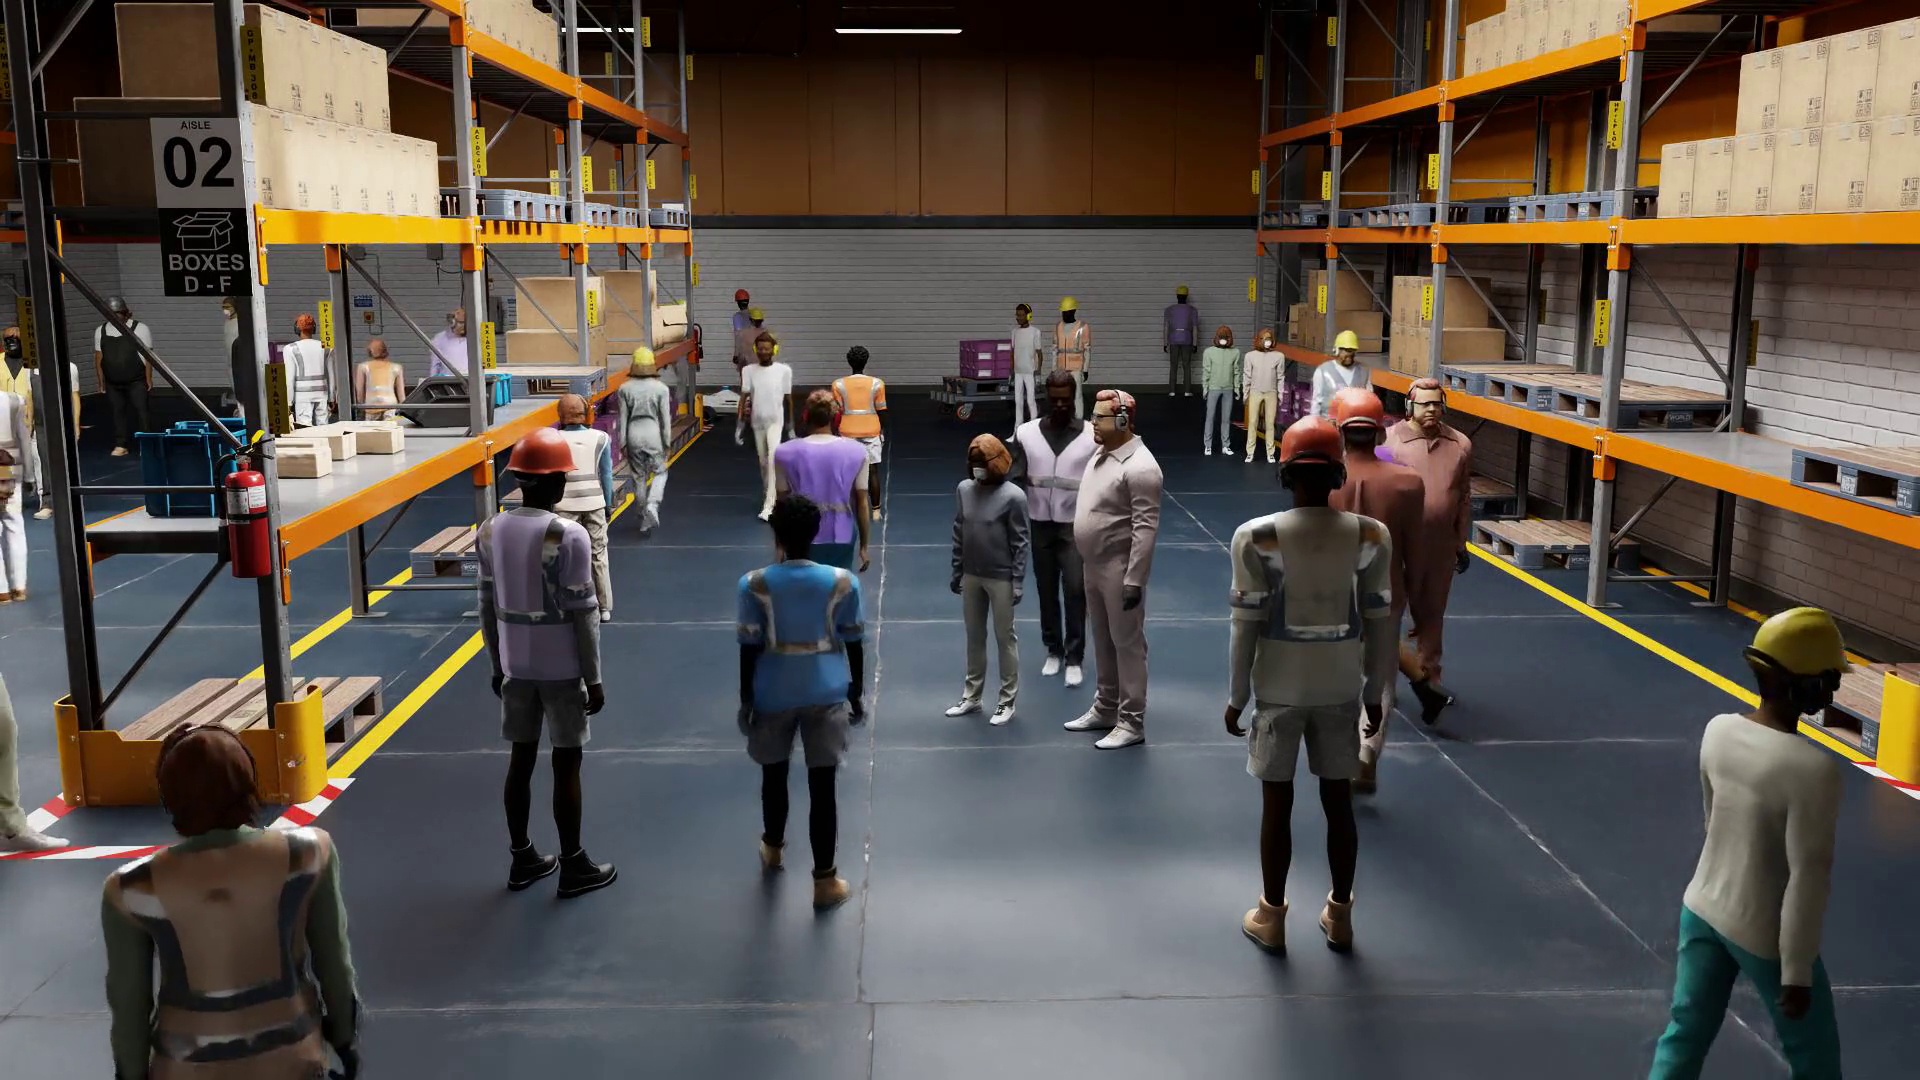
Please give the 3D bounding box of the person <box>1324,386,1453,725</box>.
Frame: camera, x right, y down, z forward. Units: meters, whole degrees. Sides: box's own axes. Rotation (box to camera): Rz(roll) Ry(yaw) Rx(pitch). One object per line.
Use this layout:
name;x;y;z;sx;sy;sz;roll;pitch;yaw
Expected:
person;2.341;0.106;9.194;0.862;1.896;0.548;9;13;40

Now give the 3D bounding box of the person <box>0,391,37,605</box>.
person;-7.188;-0.448;12.335;0.381;1.869;0.610;8;13;39

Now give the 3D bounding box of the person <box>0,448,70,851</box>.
person;-4.428;0.498;7.193;0.858;1.829;0.547;0;10;-1

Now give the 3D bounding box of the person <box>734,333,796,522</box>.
person;-1.897;-1.103;16.133;0.556;1.814;1.008;1;10;8

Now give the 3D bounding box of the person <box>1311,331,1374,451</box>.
person;3.787;-1.148;16.381;0.596;1.815;0.488;-2;10;-9

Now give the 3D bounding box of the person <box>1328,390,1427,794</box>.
person;1.902;0.279;7.965;0.630;1.976;0.586;3;11;16

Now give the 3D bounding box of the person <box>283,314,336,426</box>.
person;-7.224;-1.563;18.495;0.348;1.882;0.584;9;13;40

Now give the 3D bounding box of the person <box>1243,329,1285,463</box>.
person;3.689;-1.748;20.216;0.507;1.633;0.268;2;10;8

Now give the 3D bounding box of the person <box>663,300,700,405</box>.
person;-4.236;-2.735;25.276;0.713;1.785;0.571;9;13;40

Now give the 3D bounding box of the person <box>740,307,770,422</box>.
person;-2.973;-2.570;24.554;0.521;1.710;0.892;-7;12;-33

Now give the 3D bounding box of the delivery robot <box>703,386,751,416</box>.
delivery robot;-3.458;-2.036;24.567;0.707;0.478;0.477;1;10;6

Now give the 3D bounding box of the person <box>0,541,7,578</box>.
person;-7.363;-0.390;12.294;0.321;1.765;0.533;7;12;33

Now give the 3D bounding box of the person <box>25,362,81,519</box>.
person;-8.772;-1.115;16.101;0.507;1.847;0.343;0;10;-2

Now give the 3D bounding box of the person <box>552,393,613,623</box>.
person;-2.670;-0.206;11.624;0.514;1.636;0.315;-6;12;-30

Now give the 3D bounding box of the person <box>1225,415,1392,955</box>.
person;1.299;0.549;6.287;0.614;2.039;0.390;-1;10;-4

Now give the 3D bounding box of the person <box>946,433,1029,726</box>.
person;0.155;0.215;9.285;0.498;1.633;0.282;8;13;39

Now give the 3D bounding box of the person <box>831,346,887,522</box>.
person;-0.967;-1.003;15.892;0.536;1.697;0.322;-1;10;-7

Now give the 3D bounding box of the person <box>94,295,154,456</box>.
person;-10.466;-2.058;20.812;0.688;2.000;0.535;-1;10;-6

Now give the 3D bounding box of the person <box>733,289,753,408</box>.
person;-3.402;-2.989;26.297;0.375;1.934;0.547;7;12;34

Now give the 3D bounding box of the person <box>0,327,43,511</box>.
person;-9.315;-1.188;16.520;0.620;1.845;0.430;-3;11;-16

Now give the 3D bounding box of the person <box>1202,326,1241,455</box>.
person;3.292;-1.881;20.961;0.498;1.633;0.278;-1;10;-8

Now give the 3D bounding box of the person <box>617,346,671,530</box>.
person;-2.909;-0.914;15.321;0.488;1.731;0.531;0;10;0

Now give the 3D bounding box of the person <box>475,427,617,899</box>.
person;-1.693;0.502;6.836;0.553;1.935;0.361;4;11;23

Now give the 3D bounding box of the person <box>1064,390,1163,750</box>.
person;0.804;0.152;8.871;0.406;1.911;0.639;-4;11;-20

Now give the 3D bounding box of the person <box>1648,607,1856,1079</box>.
person;2.232;1.027;4.477;0.870;1.721;0.551;-2;10;-13

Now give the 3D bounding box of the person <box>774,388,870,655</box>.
person;-0.812;0.022;9.829;0.566;1.827;0.690;-1;10;-3

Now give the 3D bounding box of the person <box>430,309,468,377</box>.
person;-5.967;-1.811;19.876;0.666;1.878;0.560;-5;11;-27

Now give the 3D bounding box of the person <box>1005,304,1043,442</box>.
person;0.863;-2.215;22.179;0.535;1.864;0.309;8;13;38

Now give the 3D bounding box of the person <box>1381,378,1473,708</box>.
person;2.657;0.018;9.624;0.643;1.909;0.409;-1;10;-8

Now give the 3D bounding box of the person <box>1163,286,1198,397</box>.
person;3.823;-3.439;28.829;0.594;1.922;0.376;2;10;11

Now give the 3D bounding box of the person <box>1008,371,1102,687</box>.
person;0.570;-0.062;10.104;0.602;1.897;0.714;2;10;13

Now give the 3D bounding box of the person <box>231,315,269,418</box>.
person;-7.739;-1.569;18.241;0.612;1.986;0.400;10;14;43

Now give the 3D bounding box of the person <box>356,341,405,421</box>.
person;-6.545;-1.461;18.811;0.526;1.553;0.965;-5;11;-26

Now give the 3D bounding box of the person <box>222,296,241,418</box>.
person;-10.099;-2.448;23.308;0.635;1.932;0.370;10;14;43

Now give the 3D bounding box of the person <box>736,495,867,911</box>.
person;-0.645;0.645;6.873;0.543;1.646;0.732;-2;10;-9

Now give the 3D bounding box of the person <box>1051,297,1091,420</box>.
person;1.520;-2.404;23.062;0.593;1.922;0.383;7;12;33

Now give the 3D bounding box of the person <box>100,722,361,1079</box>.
person;-1.619;1.213;3.749;0.523;1.620;0.588;-5;11;-24
